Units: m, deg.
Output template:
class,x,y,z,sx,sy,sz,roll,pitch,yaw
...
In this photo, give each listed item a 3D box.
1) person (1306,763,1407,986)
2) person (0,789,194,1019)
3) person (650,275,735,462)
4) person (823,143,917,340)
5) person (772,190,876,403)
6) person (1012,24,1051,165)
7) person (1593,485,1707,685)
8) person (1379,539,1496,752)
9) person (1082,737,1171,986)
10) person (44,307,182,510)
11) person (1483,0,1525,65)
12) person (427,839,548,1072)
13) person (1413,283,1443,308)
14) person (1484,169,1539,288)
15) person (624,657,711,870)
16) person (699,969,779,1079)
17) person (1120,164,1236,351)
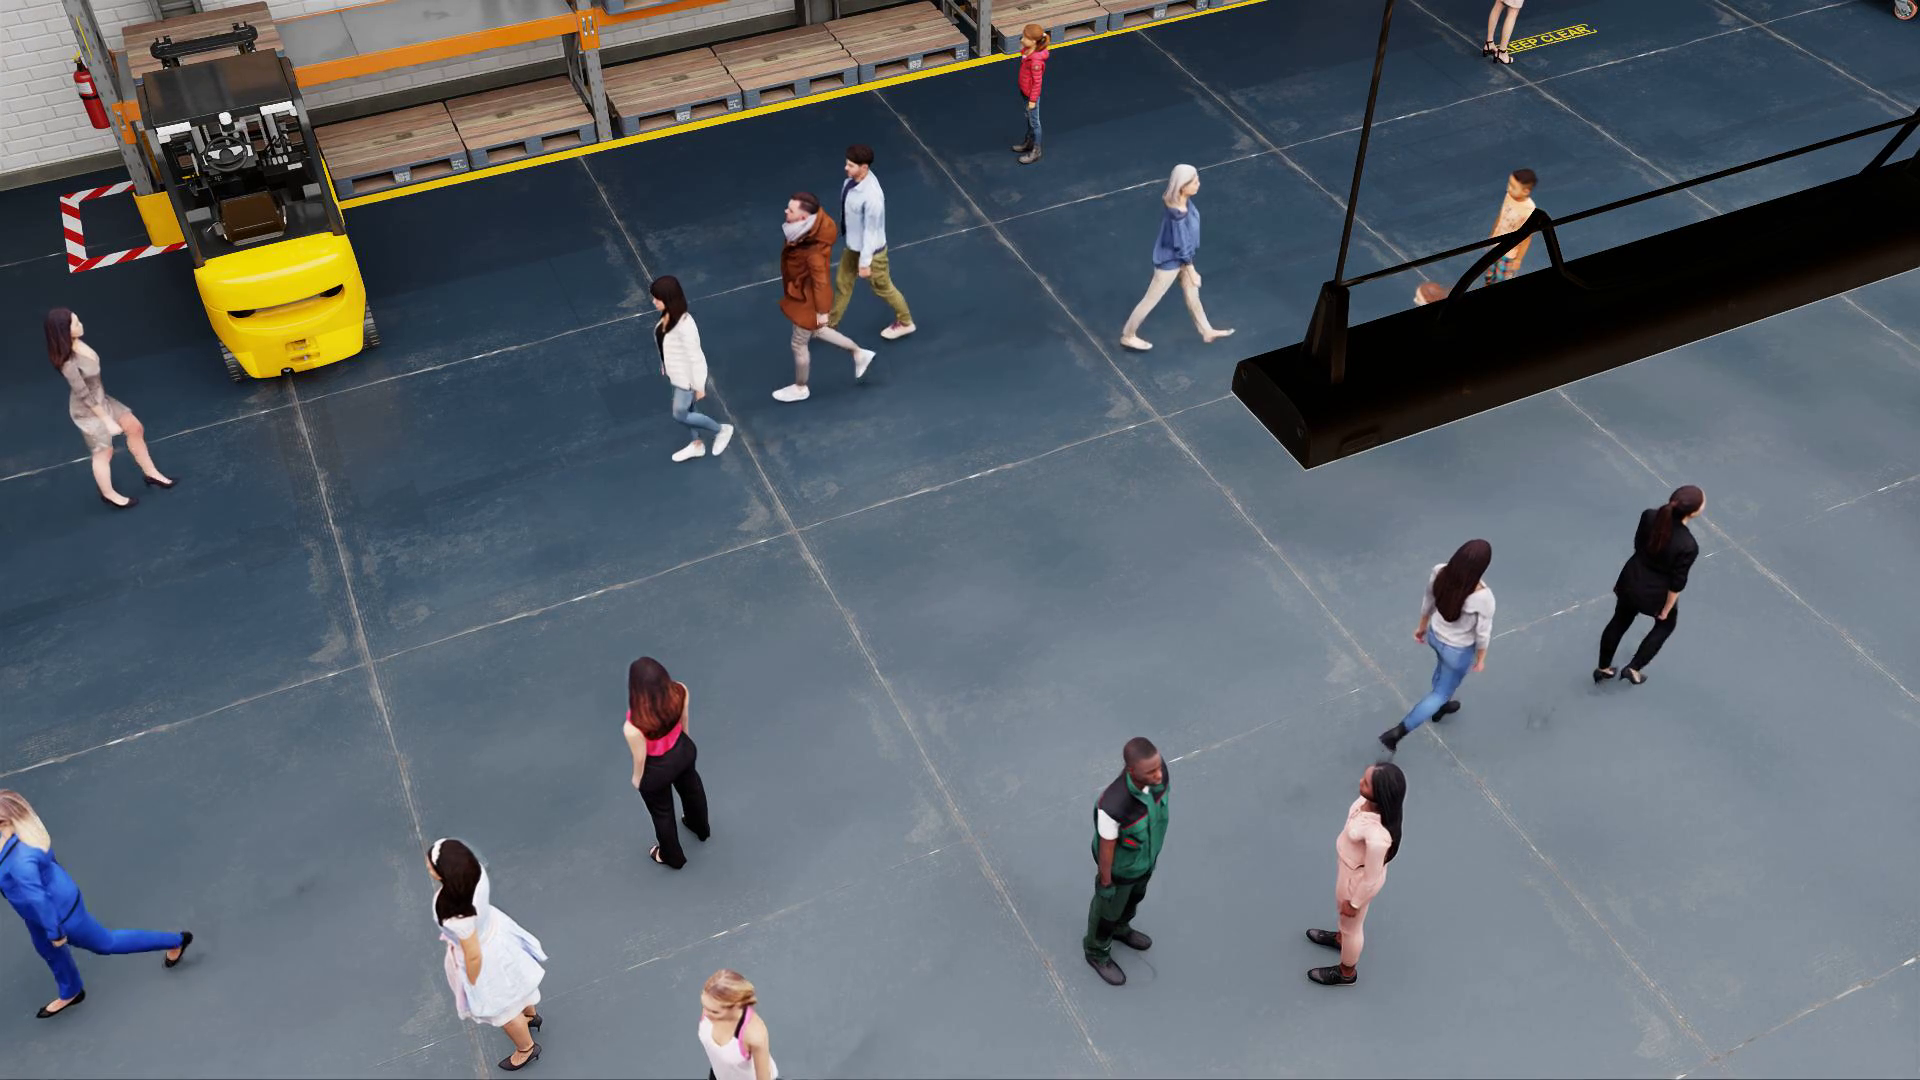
class,x,y,z,sx,sy,sz,roll,pitch,yaw
person,2.101,1.749,8.750,0.723,1.721,0.704,7,44,7
person,-4.617,1.862,8.668,1.127,1.670,0.746,-25,49,-24
person,-1.906,-1.240,11.956,0.683,1.626,0.610,-19,47,-19
person,-0.638,-2.274,12.938,1.189,1.766,0.803,-11,45,-11
person,-1.045,-1.822,12.426,1.149,1.821,0.915,-5,44,-6
person,0.658,-4.089,15.169,0.549,1.318,0.547,-10,44,-10
person,4.182,0.335,10.286,0.613,1.649,0.619,-23,48,-22
person,2.890,0.667,9.967,1.035,1.608,0.694,-24,49,-23
person,0.877,1.648,8.770,0.837,1.838,0.707,27,50,25
person,-6.064,-0.861,11.488,0.768,1.723,0.653,-15,46,-15
person,5.469,-5.591,16.374,0.483,1.831,0.561,-18,46,-18
person,-2.373,2.084,8.329,0.850,1.815,0.814,-2,44,-2
person,3.460,-1.422,12.461,0.599,1.191,0.560,7,44,8
person,4.347,-2.312,13.200,0.491,1.461,0.531,-15,46,-15
person,-1.660,1.235,9.333,0.720,1.659,0.601,28,50,26
person,-0.953,2.490,7.938,0.830,1.766,0.974,32,52,29
person,1.551,-2.128,12.874,1.197,1.644,1.039,8,44,8
